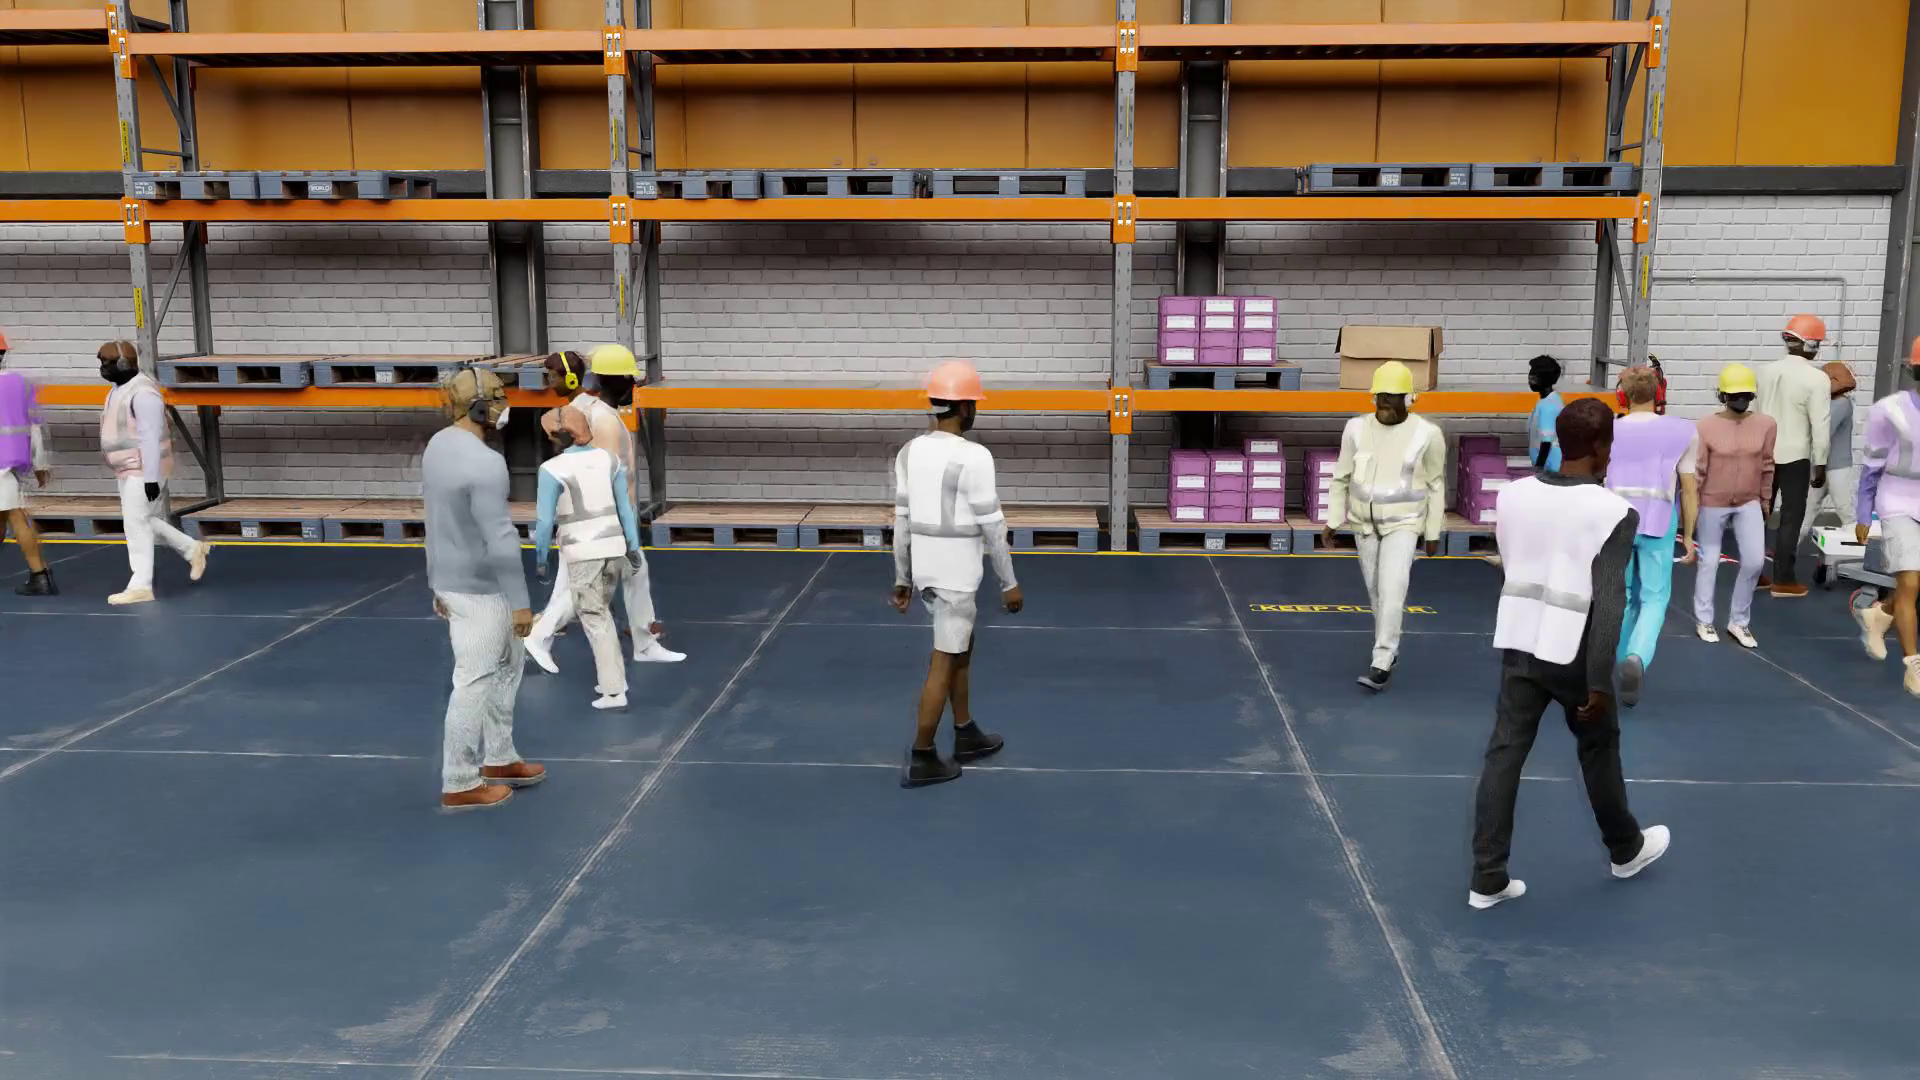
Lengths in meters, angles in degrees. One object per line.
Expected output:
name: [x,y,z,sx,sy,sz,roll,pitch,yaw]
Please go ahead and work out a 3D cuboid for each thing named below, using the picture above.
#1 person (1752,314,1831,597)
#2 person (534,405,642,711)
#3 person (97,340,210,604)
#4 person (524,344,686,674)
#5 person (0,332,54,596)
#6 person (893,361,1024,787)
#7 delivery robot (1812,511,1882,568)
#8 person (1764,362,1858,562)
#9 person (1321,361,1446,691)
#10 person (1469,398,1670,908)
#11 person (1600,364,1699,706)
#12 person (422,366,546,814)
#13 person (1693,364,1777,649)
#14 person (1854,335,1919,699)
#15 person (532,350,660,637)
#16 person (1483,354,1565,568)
person: [5.837,-0.590,11.692,0.438,1.981,0.625,-4,10,-22]
person: [-1.927,0.100,8.705,0.506,1.605,0.531,7,12,36]
person: [-5.618,-0.488,11.566,0.678,1.815,0.659,-9,13,-42]
person: [-2.085,-0.173,9.514,0.901,1.897,0.598,-2,10,-13]
person: [-6.816,-0.548,11.680,0.957,1.888,0.569,3,10,15]
person: [0.040,0.146,7.580,0.815,1.907,0.555,-8,12,-38]
delivery robot: [6.503,0.035,11.902,0.707,0.478,0.477,3,10,18]
person: [6.525,-0.541,12.530,0.843,1.585,0.520,6,11,32]
person: [2.306,-0.080,9.220,0.600,1.797,0.852,8,13,39]
person: [2.270,0.408,6.190,1.010,1.863,0.605,-7,12,-35]
person: [3.607,-0.027,8.884,0.580,1.809,0.812,6,11,31]
person: [-1.997,0.208,7.181,0.680,1.914,0.652,-7,12,-34]
person: [4.676,-0.206,10.114,0.542,1.732,0.559,1,10,5]
person: [5.275,-0.181,9.205,0.637,2.011,0.889,0,10,3]
person: [-2.295,-0.267,10.303,0.949,1.806,0.646,3,10,18]
person: [4.321,-0.543,12.312,0.807,1.650,0.539,2,10,10]
